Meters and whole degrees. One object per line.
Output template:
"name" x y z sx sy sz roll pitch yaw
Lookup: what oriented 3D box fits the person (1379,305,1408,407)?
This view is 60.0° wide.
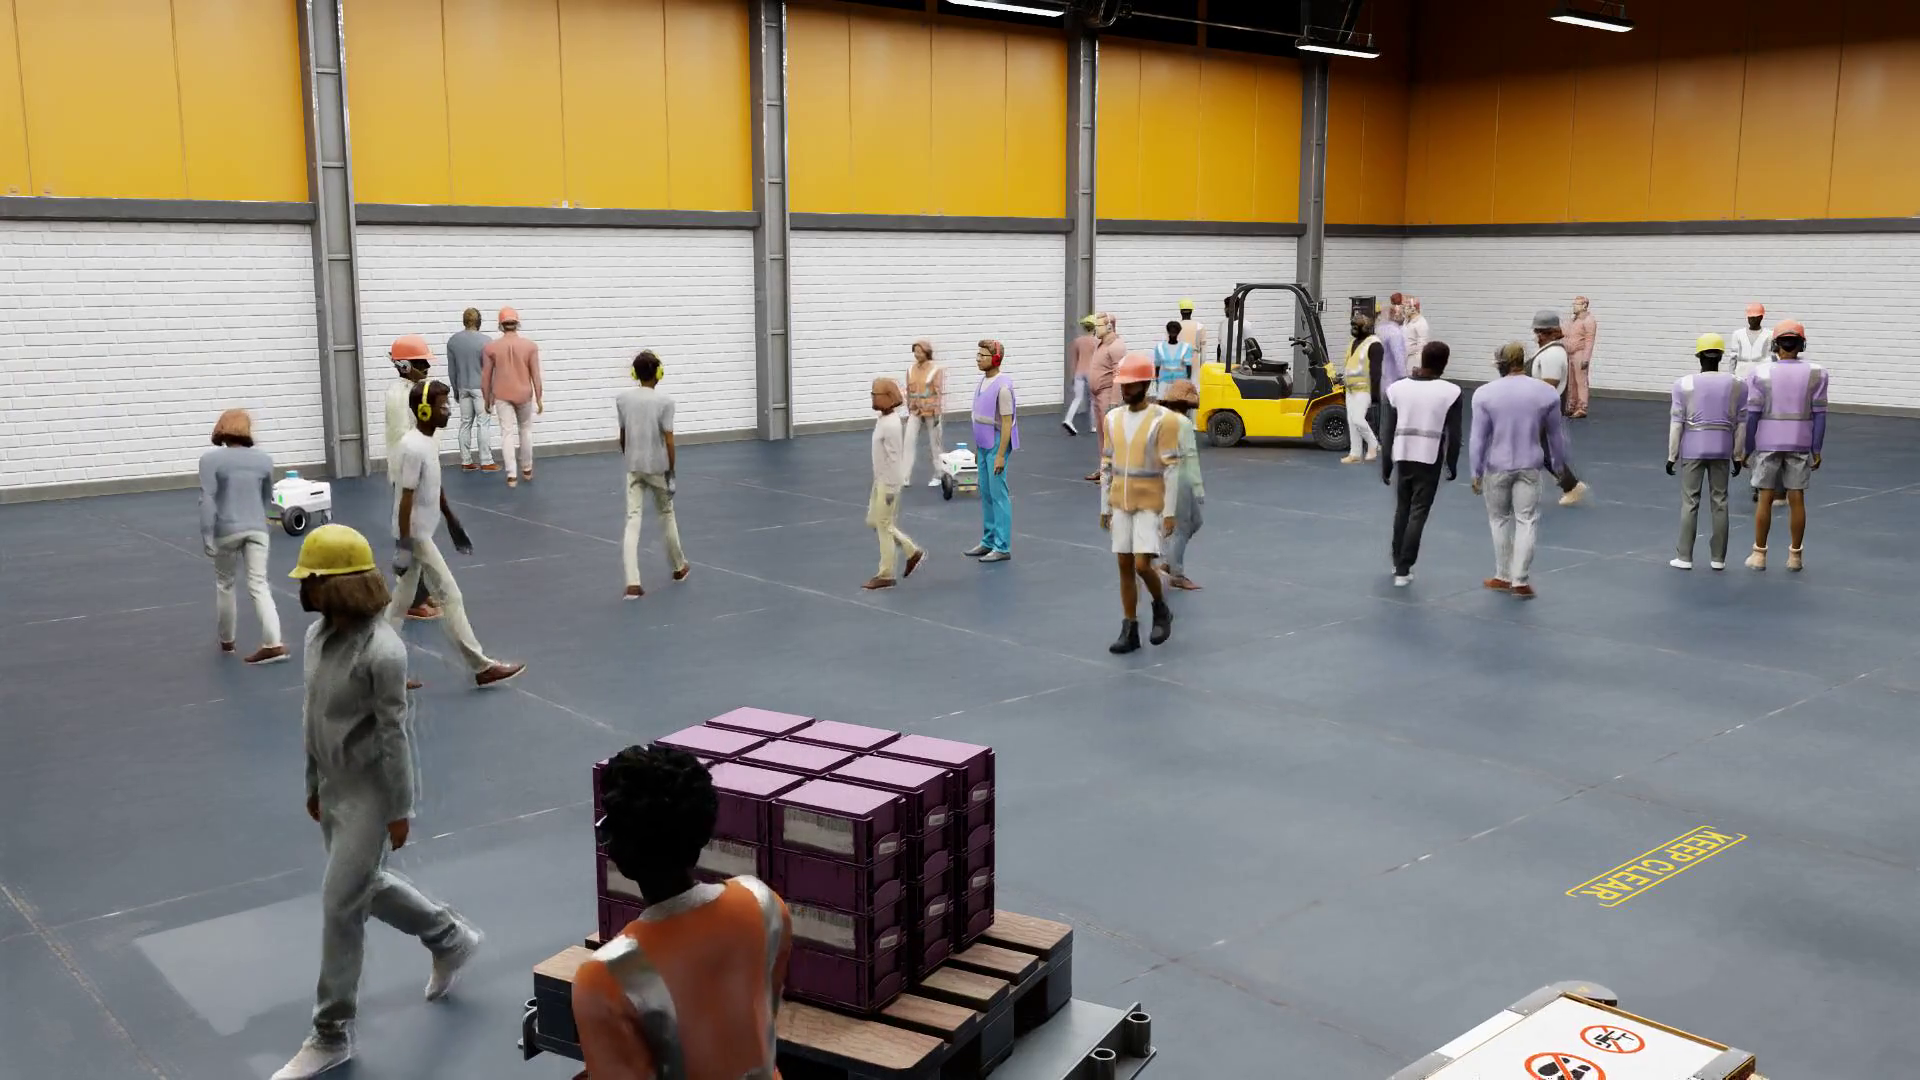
"person" 6.108 -2.379 23.422 1.017 1.852 0.663 1 10 7

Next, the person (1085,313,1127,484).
"person" 1.620 -1.579 18.582 0.408 1.905 0.653 -2 10 -13

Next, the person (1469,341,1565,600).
"person" 4.138 -0.514 12.349 0.728 1.917 0.505 1 10 8

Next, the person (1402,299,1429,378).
"person" 6.726 -2.644 24.832 0.405 1.903 0.636 -1 10 -4

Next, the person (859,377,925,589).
"person" -0.534 -0.430 12.658 0.435 1.621 0.514 -2 10 -9

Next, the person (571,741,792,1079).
"person" -0.454 1.192 3.088 0.876 1.654 0.519 8 13 40

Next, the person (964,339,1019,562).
"person" 0.280 -0.746 13.863 0.390 1.850 0.564 -4 10 -21

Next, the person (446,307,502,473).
"person" -5.685 -1.751 19.493 0.636 1.937 0.358 3 10 19

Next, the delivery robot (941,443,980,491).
"delivery robot" 0.024 -0.778 17.541 0.477 0.478 0.707 -1 9 -12

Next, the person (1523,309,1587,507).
"person" 5.919 -1.347 16.826 0.836 2.000 0.696 3 10 17

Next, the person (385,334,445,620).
"person" -3.821 -0.443 11.666 0.375 1.995 0.611 -1 10 -8

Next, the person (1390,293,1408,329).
"person" 8.131 -3.651 30.938 0.694 1.815 0.947 -9 13 -43

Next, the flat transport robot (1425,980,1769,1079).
"flat transport robot" 1.665 1.611 4.681 1.431 0.197 0.652 -9 13 -42

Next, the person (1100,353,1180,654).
"person" 1.126 -0.229 10.606 0.563 1.928 0.423 8 13 39

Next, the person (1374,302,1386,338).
"person" 7.390 -3.384 29.706 0.549 1.712 0.923 3 10 16

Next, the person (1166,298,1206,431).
"person" 3.263 -2.531 24.098 0.592 1.923 0.381 0 10 -2

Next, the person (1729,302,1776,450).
"person" 10.378 -2.150 21.828 0.551 1.934 0.373 6 12 33

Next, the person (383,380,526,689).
"person" -3.039 -0.016 9.683 0.938 1.820 0.520 -3 10 -18

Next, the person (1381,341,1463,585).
"person" 3.639 -0.608 12.985 0.589 1.869 0.866 7 12 35

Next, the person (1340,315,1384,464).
"person" 4.862 -1.822 20.227 0.443 1.826 0.651 -3 10 -18

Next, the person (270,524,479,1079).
"person" -1.889 0.783 5.311 0.496 1.718 0.796 8 13 40

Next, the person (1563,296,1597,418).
"person" 9.691 -2.871 26.128 0.409 1.913 0.645 -1 10 -8

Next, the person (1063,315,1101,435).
"person" 1.751 -2.340 23.652 0.532 1.709 0.880 6 11 32

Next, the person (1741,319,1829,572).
"person" 6.621 -0.758 13.402 0.605 2.034 0.392 3 10 17

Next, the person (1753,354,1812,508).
"person" 8.252 -1.223 16.706 0.531 1.832 0.470 9 13 43

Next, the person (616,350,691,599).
"person" -2.332 -0.511 12.559 0.492 1.828 0.989 2 10 9

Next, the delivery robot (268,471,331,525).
"delivery robot" -6.140 -0.394 15.317 0.477 0.478 0.707 3 10 19

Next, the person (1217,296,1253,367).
"person" 3.992 -2.594 24.345 0.362 1.962 0.614 -9 13 -42

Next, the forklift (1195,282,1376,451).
"forklift" 4.328 -2.346 22.227 2.313 2.155 1.214 3 10 16

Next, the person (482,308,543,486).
"person" -5.010 -1.611 18.614 0.646 1.950 0.916 -3 10 -16

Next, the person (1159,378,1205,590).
"person" 1.702 -0.412 12.612 0.343 1.626 0.549 1 10 4

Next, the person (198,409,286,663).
"person" -4.525 -0.029 10.464 0.519 1.576 0.724 -9 13 -42

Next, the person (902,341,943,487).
"person" -0.433 -1.351 18.095 0.536 1.606 0.773 7 12 34

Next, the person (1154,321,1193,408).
"person" 2.854 -2.097 22.321 0.537 1.656 0.809 2 10 9

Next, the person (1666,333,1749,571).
"person" 6.009 -0.704 13.420 0.585 1.918 0.380 2 10 10
